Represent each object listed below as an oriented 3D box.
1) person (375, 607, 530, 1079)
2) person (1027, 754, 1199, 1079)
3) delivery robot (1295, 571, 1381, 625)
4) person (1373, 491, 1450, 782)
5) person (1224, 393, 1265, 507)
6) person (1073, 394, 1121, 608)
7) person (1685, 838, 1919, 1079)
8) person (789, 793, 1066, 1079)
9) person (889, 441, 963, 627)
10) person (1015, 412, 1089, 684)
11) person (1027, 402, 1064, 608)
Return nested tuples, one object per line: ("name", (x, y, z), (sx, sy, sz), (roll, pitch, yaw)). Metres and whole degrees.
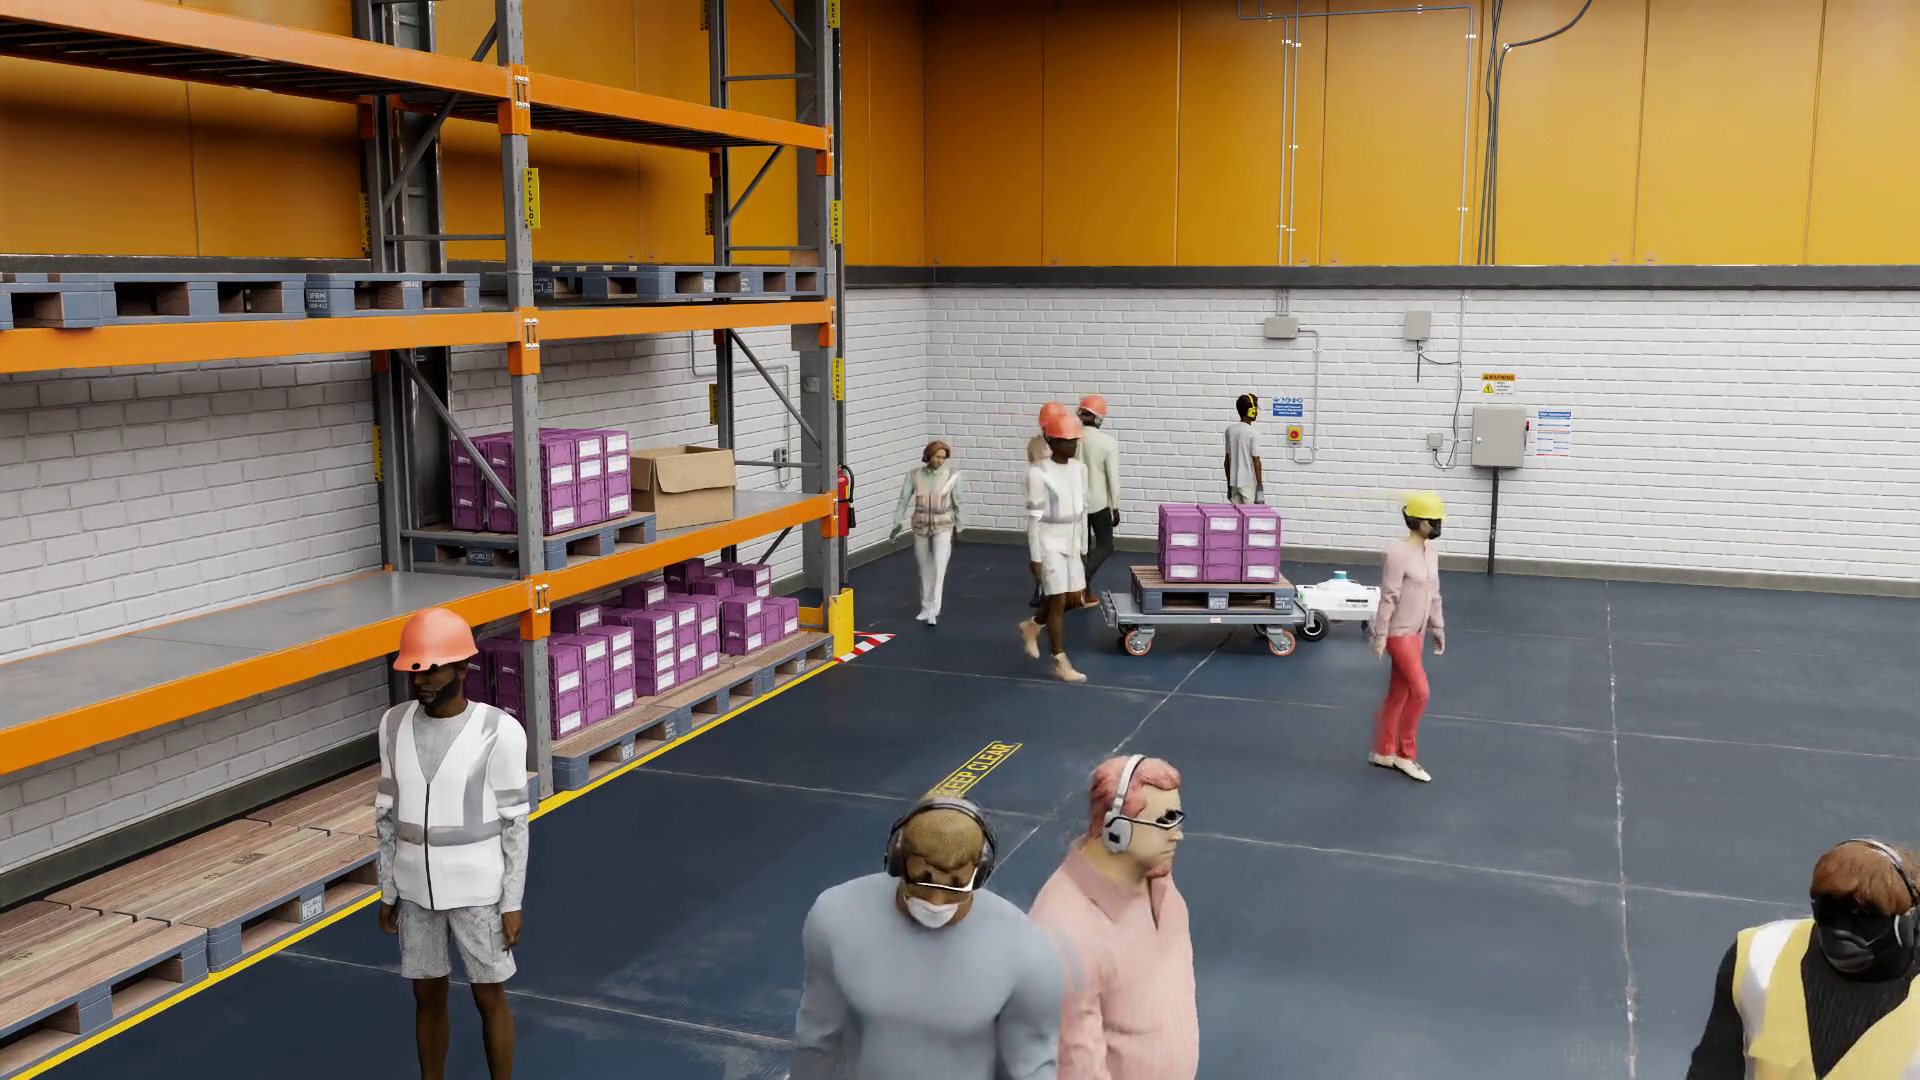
("person", (-1.729, 1.178, 5.638), (0.543, 1.940, 0.361), (2, 9, 11))
("person", (0.480, 1.462, 4.078), (0.900, 1.873, 0.654), (6, 11, 35))
("delivery robot", (3.174, 0.504, 13.911), (0.707, 0.478, 0.477), (1, 9, 6))
("person", (2.747, 0.577, 9.991), (0.598, 1.744, 0.561), (8, 12, 41))
("person", (2.834, -0.516, 16.491), (0.328, 1.872, 0.512), (-6, 11, -33))
("person", (1.134, -0.327, 14.952), (0.638, 1.969, 0.629), (6, 11, 34))
("person", (1.896, 1.551, 3.703), (0.792, 1.816, 0.641), (-7, 11, -37))
("person", (-0.093, 1.467, 3.935), (0.708, 1.900, 0.512), (3, 9, 17))
("person", (-0.301, -0.045, 14.352), (0.600, 1.599, 0.799), (2, 9, 12))
("person", (0.688, 0.039, 12.526), (0.610, 2.029, 0.699), (-9, 13, -44))
("person", (0.842, -0.310, 15.095), (0.541, 1.901, 0.482), (4, 10, 23))
